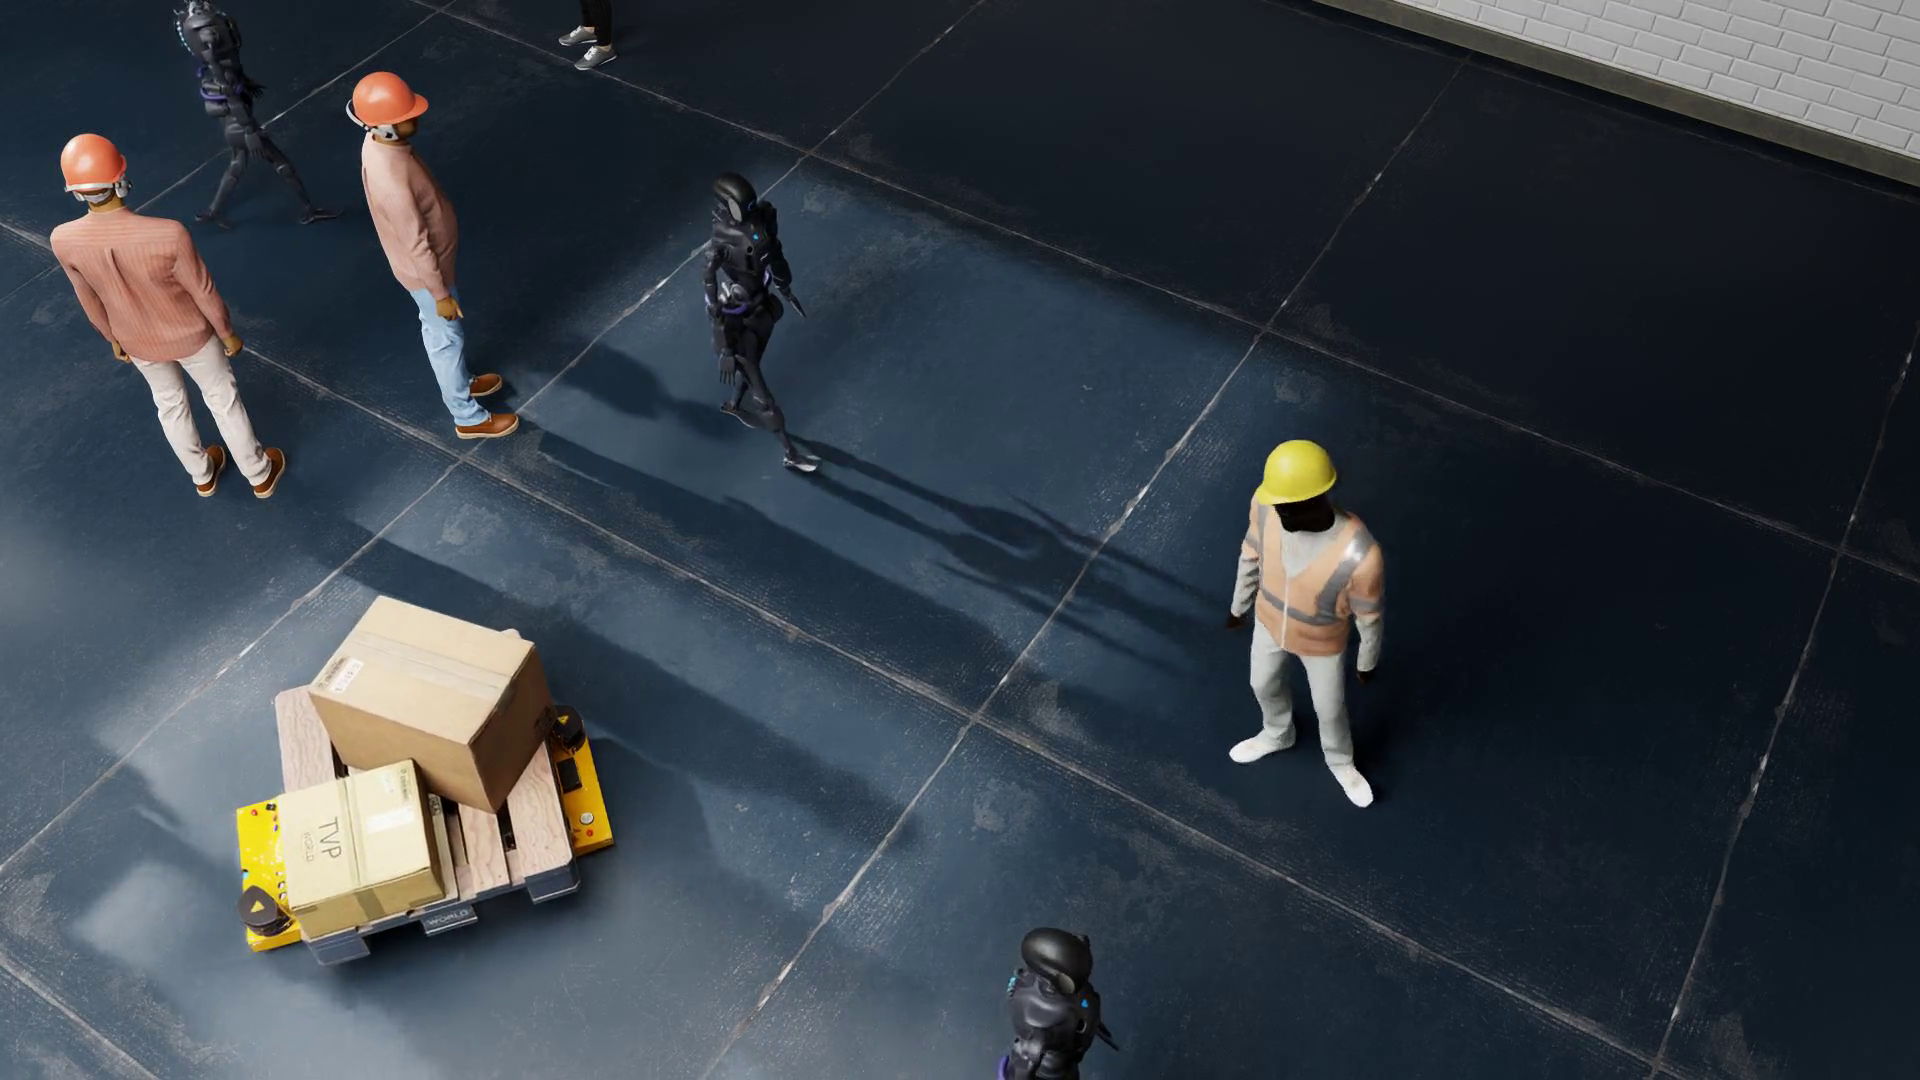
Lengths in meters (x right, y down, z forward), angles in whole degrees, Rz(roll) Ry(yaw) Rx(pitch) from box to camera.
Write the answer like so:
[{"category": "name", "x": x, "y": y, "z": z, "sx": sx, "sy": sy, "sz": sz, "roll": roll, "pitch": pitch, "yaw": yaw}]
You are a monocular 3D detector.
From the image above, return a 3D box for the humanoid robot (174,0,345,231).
[{"category": "humanoid robot", "x": -3.961, "y": -2.351, "z": 8.981, "sx": 0.789, "sy": 1.651, "sz": 0.602, "roll": -16, "pitch": 51, "yaw": -13}]

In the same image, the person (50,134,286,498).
[{"category": "person", "x": -3.575, "y": -0.956, "z": 7.514, "sx": 0.610, "sy": 1.986, "sz": 0.402, "roll": -1, "pitch": 49, "yaw": -1}]

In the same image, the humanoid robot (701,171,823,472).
[{"category": "humanoid robot", "x": -0.933, "y": -1.045, "z": 7.815, "sx": 0.738, "sy": 1.630, "sz": 0.587, "roll": 23, "pitch": 53, "yaw": 19}]

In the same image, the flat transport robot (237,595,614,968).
[{"category": "flat transport robot", "x": -2.200, "y": 1.152, "z": 6.808, "sx": 1.431, "sy": 0.231, "sz": 0.659, "roll": -15, "pitch": 51, "yaw": -13}]

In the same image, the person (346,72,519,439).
[{"category": "person", "x": -2.492, "y": -1.312, "z": 7.819, "sx": 0.376, "sy": 1.994, "sz": 0.607, "roll": -18, "pitch": 51, "yaw": -15}]

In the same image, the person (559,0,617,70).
[{"category": "person", "x": -2.353, "y": -3.729, "z": 10.084, "sx": 0.416, "sy": 1.759, "sz": 0.746, "roll": -20, "pitch": 52, "yaw": -16}]

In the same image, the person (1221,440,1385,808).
[{"category": "person", "x": 1.385, "y": 0.369, "z": 6.427, "sx": 0.797, "sy": 1.872, "sz": 0.395, "roll": 32, "pitch": 56, "yaw": 25}]

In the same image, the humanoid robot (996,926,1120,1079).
[{"category": "humanoid robot", "x": 0.279, "y": 1.729, "z": 5.381, "sx": 0.433, "sy": 1.643, "sz": 0.595, "roll": 16, "pitch": 51, "yaw": 14}]
